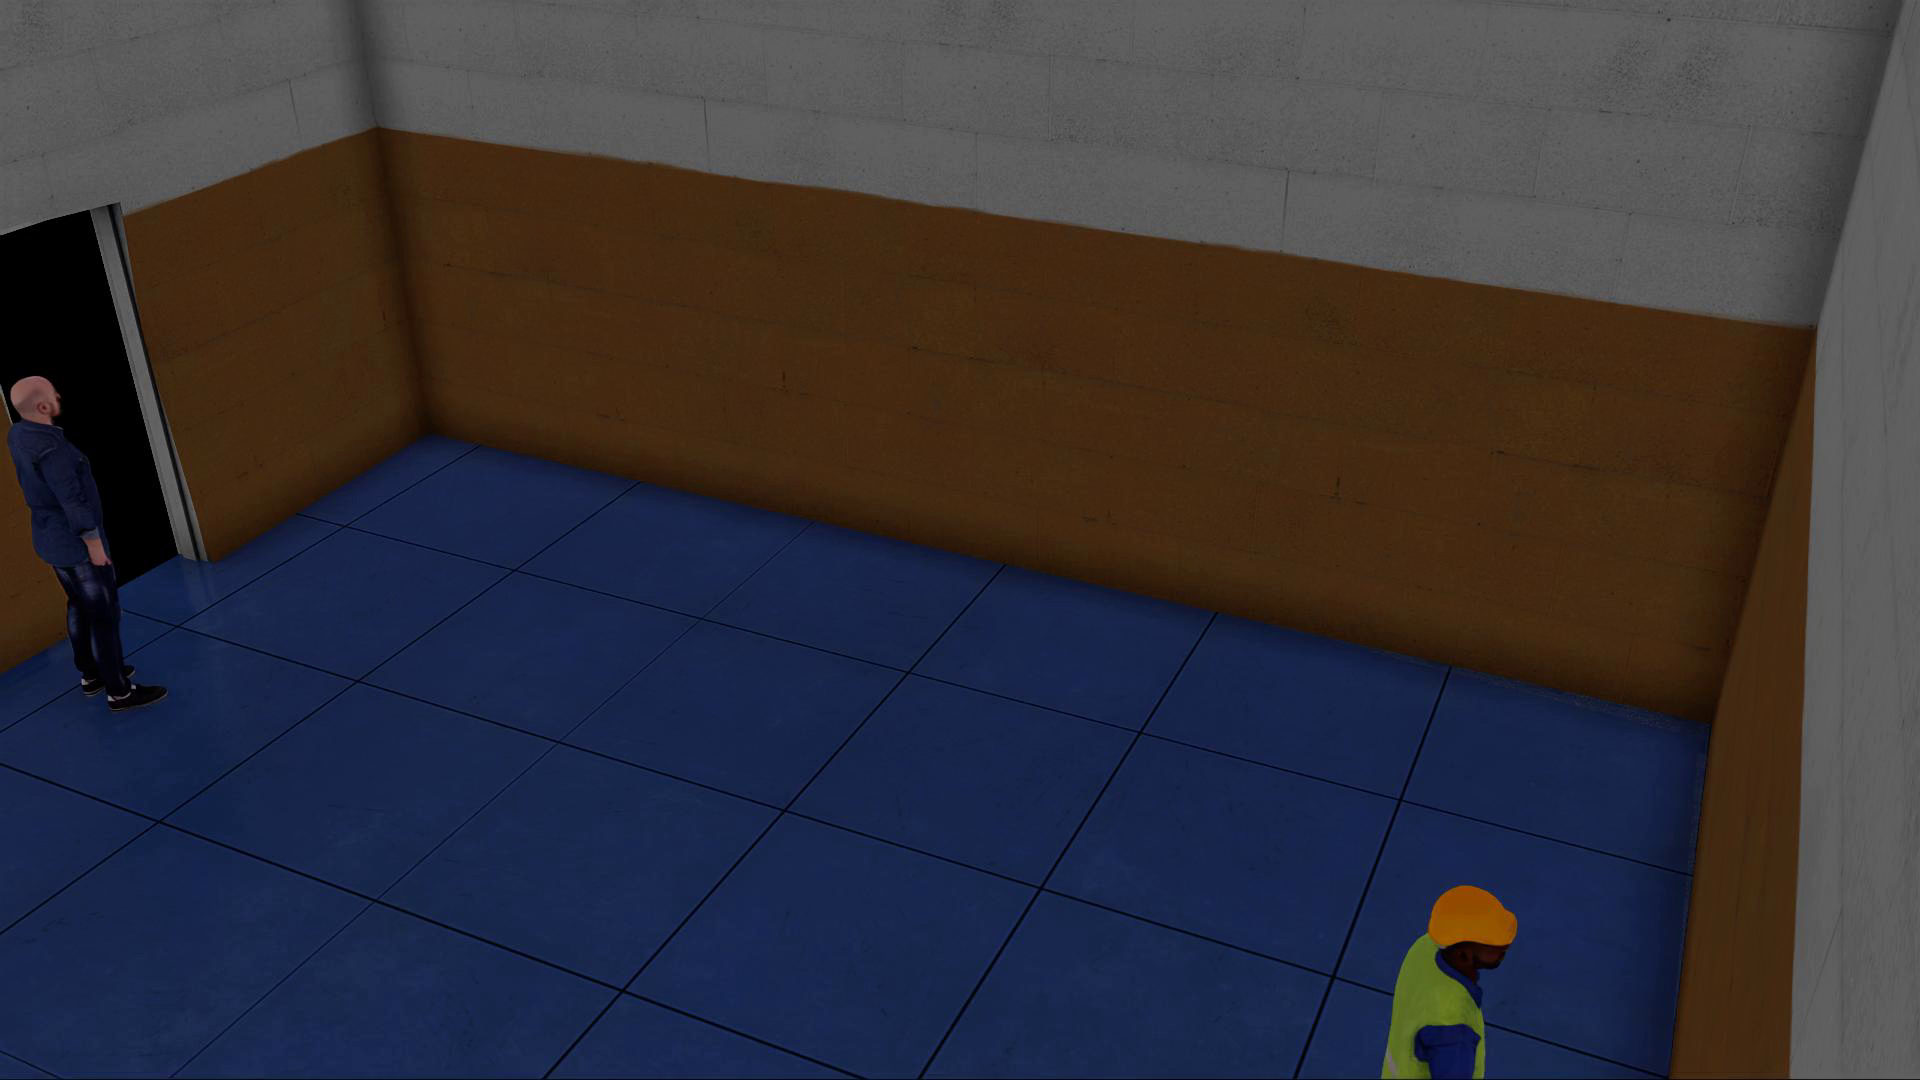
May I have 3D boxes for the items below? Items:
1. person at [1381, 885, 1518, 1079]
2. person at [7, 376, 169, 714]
[{"bbox_3d":[1.461,1.795,5.202,0.689,1.812,0.738,3,29,5],"label":"person"},{"bbox_3d":[-4.482,0.020,8.440,0.621,1.825,0.840,22,36,35],"label":"person"}]
